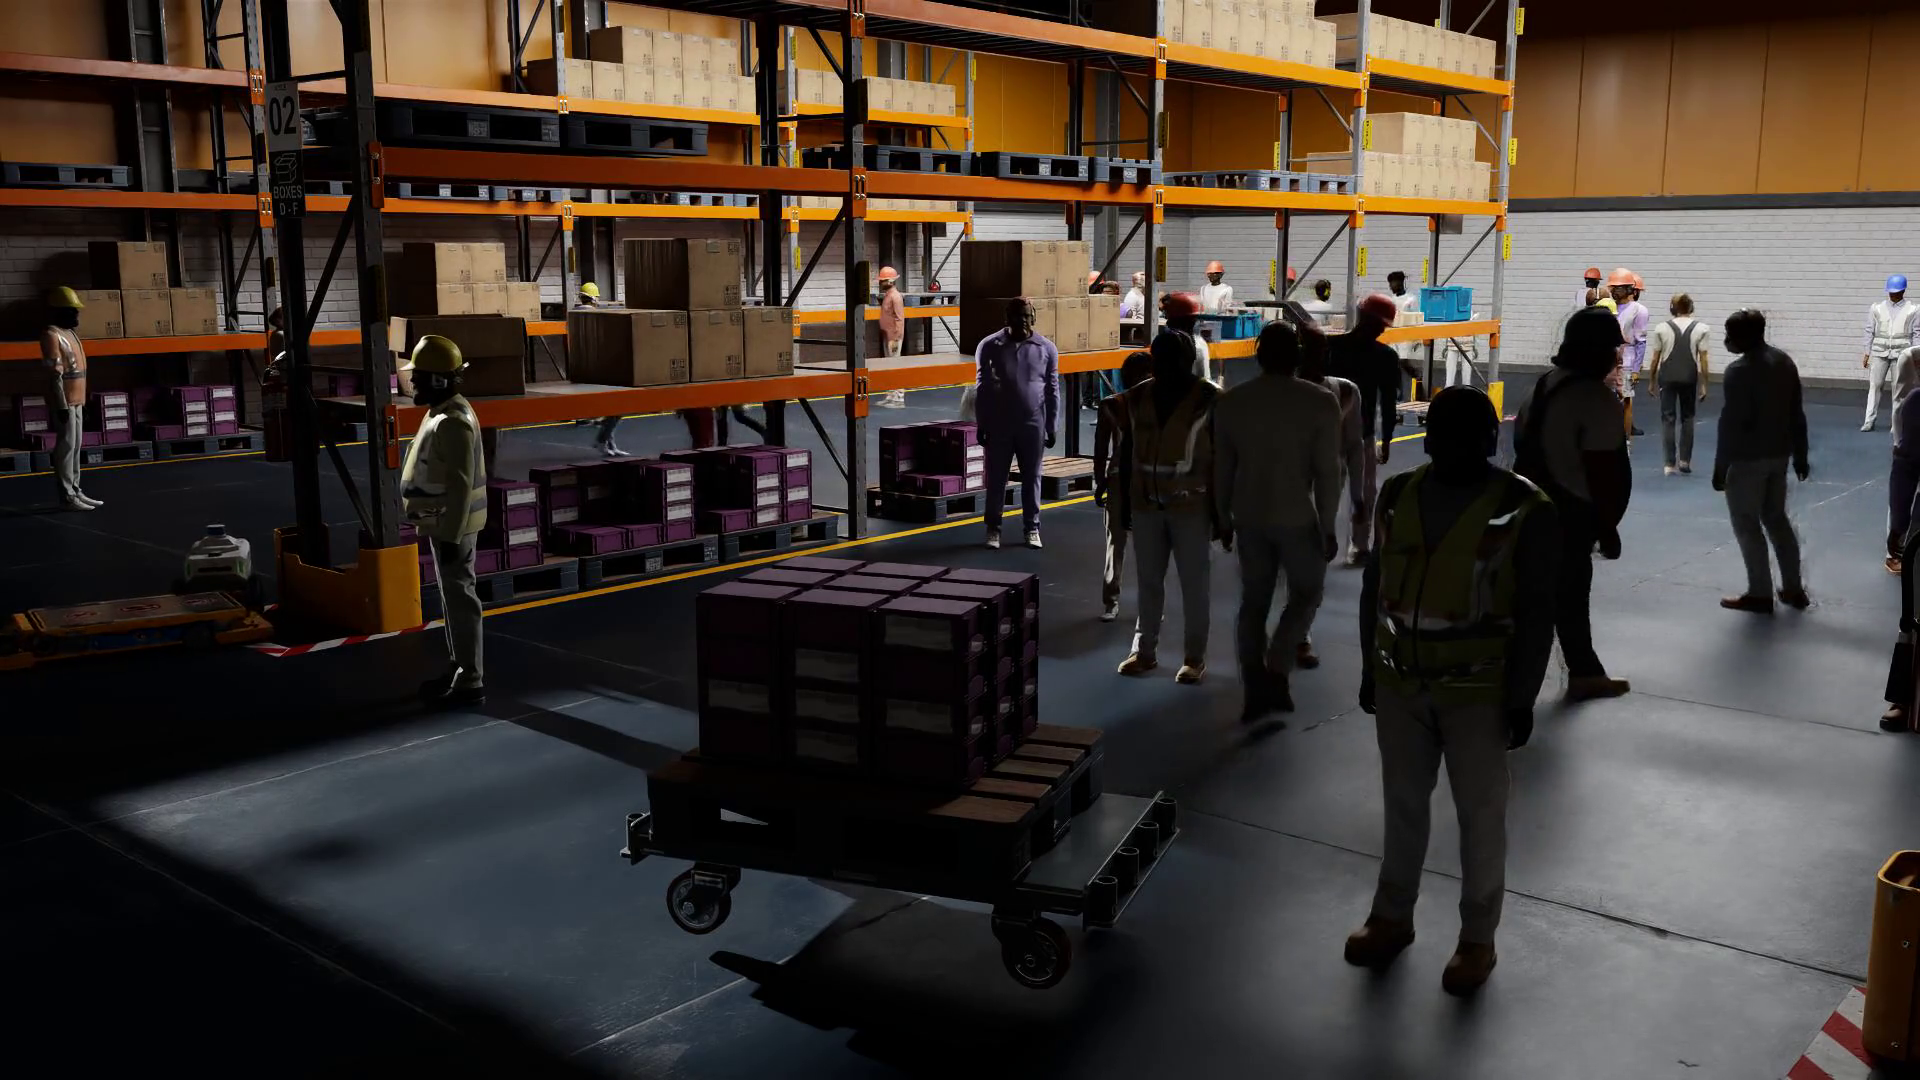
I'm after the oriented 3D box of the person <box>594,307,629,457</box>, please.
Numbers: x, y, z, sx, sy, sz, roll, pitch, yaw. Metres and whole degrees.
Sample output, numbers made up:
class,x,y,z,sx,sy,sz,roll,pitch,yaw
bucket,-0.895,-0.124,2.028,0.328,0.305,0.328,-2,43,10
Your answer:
class,x,y,z,sx,sy,sz,roll,pitch,yaw
person,-3.743,-1.691,17.900,0.332,1.619,0.522,-1,10,-5

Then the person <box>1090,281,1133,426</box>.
class,x,y,z,sx,sy,sz,roll,pitch,yaw
person,1.931,-2.351,21.046,0.574,1.843,0.374,9,13,42

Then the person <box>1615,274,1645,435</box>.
class,x,y,z,sx,sy,sz,roll,pitch,yaw
person,8.067,-2.232,20.109,0.358,1.938,0.542,-4,11,-22

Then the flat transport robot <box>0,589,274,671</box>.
class,x,y,z,sx,sy,sz,roll,pitch,yaw
flat transport robot,-4.699,0.487,9.370,1.431,0.197,0.652,-7,12,-34

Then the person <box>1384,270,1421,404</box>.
class,x,y,z,sx,sy,sz,roll,pitch,yaw
person,6.439,-2.948,24.193,0.495,1.934,0.605,-7,12,-34

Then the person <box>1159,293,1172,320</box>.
class,x,y,z,sx,sy,sz,roll,pitch,yaw
person,2.604,-2.228,20.769,0.536,1.695,0.318,6,12,33

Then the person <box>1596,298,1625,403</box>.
class,x,y,z,sx,sy,sz,roll,pitch,yaw
person,6.311,-1.496,16.403,0.524,1.769,0.315,-2,10,-13

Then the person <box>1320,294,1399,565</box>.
class,x,y,z,sx,sy,sz,roll,pitch,yaw
person,2.677,-0.748,11.674,0.740,1.945,0.388,1,10,8

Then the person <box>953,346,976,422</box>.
class,x,y,z,sx,sy,sz,roll,pitch,yaw
person,0.206,-1.865,18.980,0.843,1.599,0.513,-4,11,-22

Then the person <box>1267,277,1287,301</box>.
class,x,y,z,sx,sy,sz,roll,pitch,yaw
person,4.575,-2.871,24.003,0.426,1.880,0.600,4,11,22

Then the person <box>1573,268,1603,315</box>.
class,x,y,z,sx,sy,sz,roll,pitch,yaw
person,10.173,-3.432,26.947,0.373,1.933,0.550,-3,10,-16

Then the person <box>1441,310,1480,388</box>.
class,x,y,z,sx,sy,sz,roll,pitch,yaw
person,7.105,-2.694,23.626,0.525,1.637,0.374,3,11,19

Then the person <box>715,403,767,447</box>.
class,x,y,z,sx,sy,sz,roll,pitch,yaw
person,-2.341,-1.665,17.631,0.725,1.669,0.529,-5,11,-28

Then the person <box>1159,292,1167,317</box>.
class,x,y,z,sx,sy,sz,roll,pitch,yaw
person,2.843,-2.695,23.612,0.282,1.633,0.500,-2,10,-10

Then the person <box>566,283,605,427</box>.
class,x,y,z,sx,sy,sz,roll,pitch,yaw
person,-4.666,-2.324,20.970,0.584,1.824,0.403,4,11,23

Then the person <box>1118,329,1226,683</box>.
class,x,y,z,sx,sy,sz,roll,pitch,yaw
person,1.105,-0.175,8.679,0.629,1.840,0.429,6,12,33

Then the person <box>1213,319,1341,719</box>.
class,x,y,z,sx,sy,sz,roll,pitch,yaw
person,1.509,-0.090,7.954,0.651,1.919,0.426,6,12,32

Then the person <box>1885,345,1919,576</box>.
class,x,y,z,sx,sy,sz,roll,pitch,yaw
person,6.707,-0.689,11.477,0.574,1.884,0.360,-1,10,-4

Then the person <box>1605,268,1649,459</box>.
class,x,y,z,sx,sy,sz,roll,pitch,yaw
person,6.991,-1.865,17.723,0.377,2.044,0.607,-6,12,-33

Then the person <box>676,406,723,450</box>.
class,x,y,z,sx,sy,sz,roll,pitch,yaw
person,-2.415,-1.231,14.957,0.534,1.744,0.672,9,14,42

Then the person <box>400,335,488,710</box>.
class,x,y,z,sx,sy,sz,roll,pitch,yaw
person,-2.531,-0.086,8.184,0.403,1.834,0.589,-4,11,-20

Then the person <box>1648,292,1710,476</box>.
class,x,y,z,sx,sy,sz,roll,pitch,yaw
person,7.177,-1.565,16.659,0.513,1.811,0.690,3,10,17

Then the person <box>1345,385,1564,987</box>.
class,x,y,z,sx,sy,sz,roll,pitch,yaw
person,1.503,0.441,5.160,0.626,1.846,0.429,9,14,42

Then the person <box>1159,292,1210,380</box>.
class,x,y,z,sx,sy,sz,roll,pitch,yaw
person,1.660,-0.888,12.474,0.475,1.924,0.557,3,10,15

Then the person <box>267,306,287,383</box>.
class,x,y,z,sx,sy,sz,roll,pitch,yaw
person,-7.272,-1.696,17.920,0.290,1.632,0.501,-7,12,-36

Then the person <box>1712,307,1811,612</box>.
class,x,y,z,sx,sy,sz,roll,pitch,yaw
person,4.973,-0.491,10.322,0.710,1.895,0.479,-6,12,-31

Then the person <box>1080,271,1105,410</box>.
class,x,y,z,sx,sy,sz,roll,pitch,yaw
person,1.885,-2.783,23.238,0.351,1.941,0.545,-9,14,-42

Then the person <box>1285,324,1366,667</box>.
class,x,y,z,sx,sy,sz,roll,pitch,yaw
person,1.936,-0.284,9.294,0.571,1.848,0.957,0,10,-3

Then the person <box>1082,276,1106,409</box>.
class,x,y,z,sx,sy,sz,roll,pitch,yaw
person,1.887,-2.770,23.225,0.391,1.920,0.587,-6,12,-32

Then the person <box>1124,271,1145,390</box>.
class,x,y,z,sx,sy,sz,roll,pitch,yaw
person,2.626,-2.957,24.311,0.409,1.913,0.645,4,11,21

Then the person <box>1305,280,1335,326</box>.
class,x,y,z,sx,sy,sz,roll,pitch,yaw
person,4.879,-2.532,22.121,0.883,1.831,0.514,-5,11,-25

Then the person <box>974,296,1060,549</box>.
class,x,y,z,sx,sy,sz,roll,pitch,yaw
person,0.431,-0.874,12.504,0.646,1.902,0.400,0,10,-3

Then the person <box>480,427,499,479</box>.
class,x,y,z,sx,sy,sz,roll,pitch,yaw
person,-3.595,-0.755,12.311,0.485,1.729,0.402,6,12,30

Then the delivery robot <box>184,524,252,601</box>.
class,x,y,z,sx,sy,sz,roll,pitch,yaw
delivery robot,-4.557,0.148,10.226,0.477,0.478,0.707,-4,11,-20

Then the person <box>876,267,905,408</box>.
class,x,y,z,sx,sy,sz,roll,pitch,yaw
person,-0.987,-2.860,23.530,0.400,1.989,0.623,-3,10,-16

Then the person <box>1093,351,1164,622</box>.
class,x,y,z,sx,sy,sz,roll,pitch,yaw
person,1.064,-0.319,10.050,0.522,1.645,0.305,0,10,2

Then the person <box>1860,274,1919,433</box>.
class,x,y,z,sx,sy,sz,roll,pitch,yaw
person,11.372,-2.268,20.316,0.615,1.933,0.413,7,12,36

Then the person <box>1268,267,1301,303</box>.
class,x,y,z,sx,sy,sz,roll,pitch,yaw
person,5.584,-3.803,29.098,0.654,1.937,0.985,-4,11,-20

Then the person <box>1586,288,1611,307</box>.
class,x,y,z,sx,sy,sz,roll,pitch,yaw
person,6.656,-1.727,17.505,0.429,1.842,0.634,1,10,3

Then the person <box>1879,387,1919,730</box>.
class,x,y,z,sx,sy,sz,roll,pitch,yaw
person,4.622,-0.049,7.677,0.632,1.940,0.372,8,13,38

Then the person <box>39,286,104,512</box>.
class,x,y,z,sx,sy,sz,roll,pitch,yaw
person,-7.663,-1.209,14.312,0.367,1.927,0.584,-2,10,-14

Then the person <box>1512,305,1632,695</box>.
class,x,y,z,sx,sy,sz,roll,pitch,yaw
person,2.896,-0.184,8.157,0.991,2.000,0.689,-1,10,-3

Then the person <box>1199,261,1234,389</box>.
class,x,y,z,sx,sy,sz,roll,pitch,yaw
person,4.053,-3.417,26.554,0.605,2.045,0.378,8,13,39
